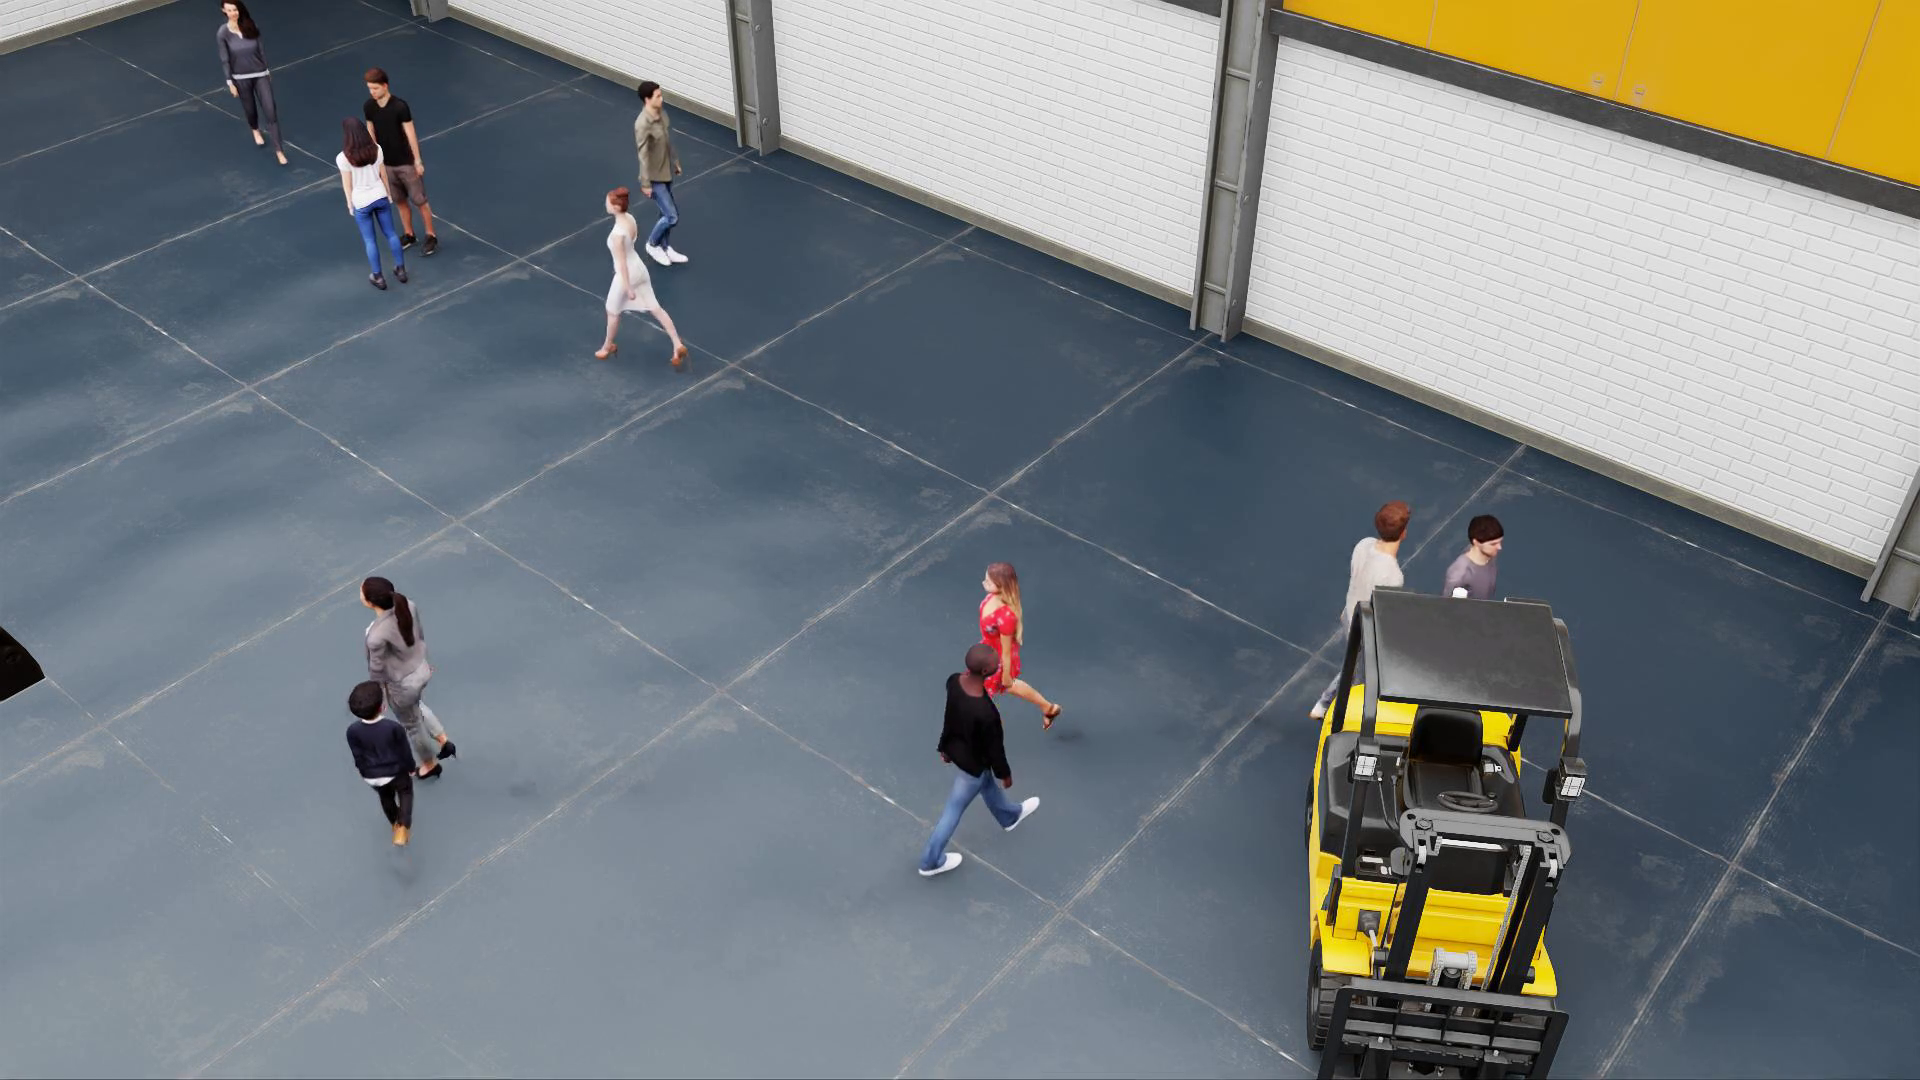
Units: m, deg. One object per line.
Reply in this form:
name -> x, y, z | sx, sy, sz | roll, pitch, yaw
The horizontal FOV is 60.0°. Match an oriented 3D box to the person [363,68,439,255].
person -> -5.410, -3.691, 16.101 | 0.708, 1.862, 0.848 | 10, 40, 12

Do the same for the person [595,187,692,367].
person -> -2.739, -2.220, 14.354 | 1.178, 1.742, 0.896 | 9, 39, 11

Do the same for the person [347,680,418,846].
person -> -3.549, 1.417, 10.225 | 0.710, 1.212, 0.771 | -5, 39, -6

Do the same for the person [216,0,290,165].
person -> -7.609, -4.948, 17.780 | 0.861, 1.731, 1.201 | -22, 43, -25

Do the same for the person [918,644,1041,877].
person -> -0.011, 1.354, 9.915 | 0.950, 1.699, 1.153 | -19, 43, -23

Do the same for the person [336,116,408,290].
person -> -5.508, -3.143, 15.559 | 0.610, 1.682, 0.556 | -31, 48, -33

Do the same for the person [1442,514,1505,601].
person -> 3.208, 0.541, 10.821 | 0.868, 1.837, 0.680 | 28, 46, 30

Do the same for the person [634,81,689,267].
person -> -2.959, -3.486, 15.849 | 0.822, 1.856, 0.823 | 9, 40, 11

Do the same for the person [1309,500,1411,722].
person -> 2.548, 0.587, 10.737 | 0.989, 1.871, 0.915 | -3, 39, -4

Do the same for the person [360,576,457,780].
person -> -3.421, 0.918, 10.485 | 0.719, 1.668, 0.708 | 10, 40, 12

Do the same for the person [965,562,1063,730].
person -> 0.344, 0.755, 10.765 | 1.000, 1.573, 0.910 | -1, 39, -1
